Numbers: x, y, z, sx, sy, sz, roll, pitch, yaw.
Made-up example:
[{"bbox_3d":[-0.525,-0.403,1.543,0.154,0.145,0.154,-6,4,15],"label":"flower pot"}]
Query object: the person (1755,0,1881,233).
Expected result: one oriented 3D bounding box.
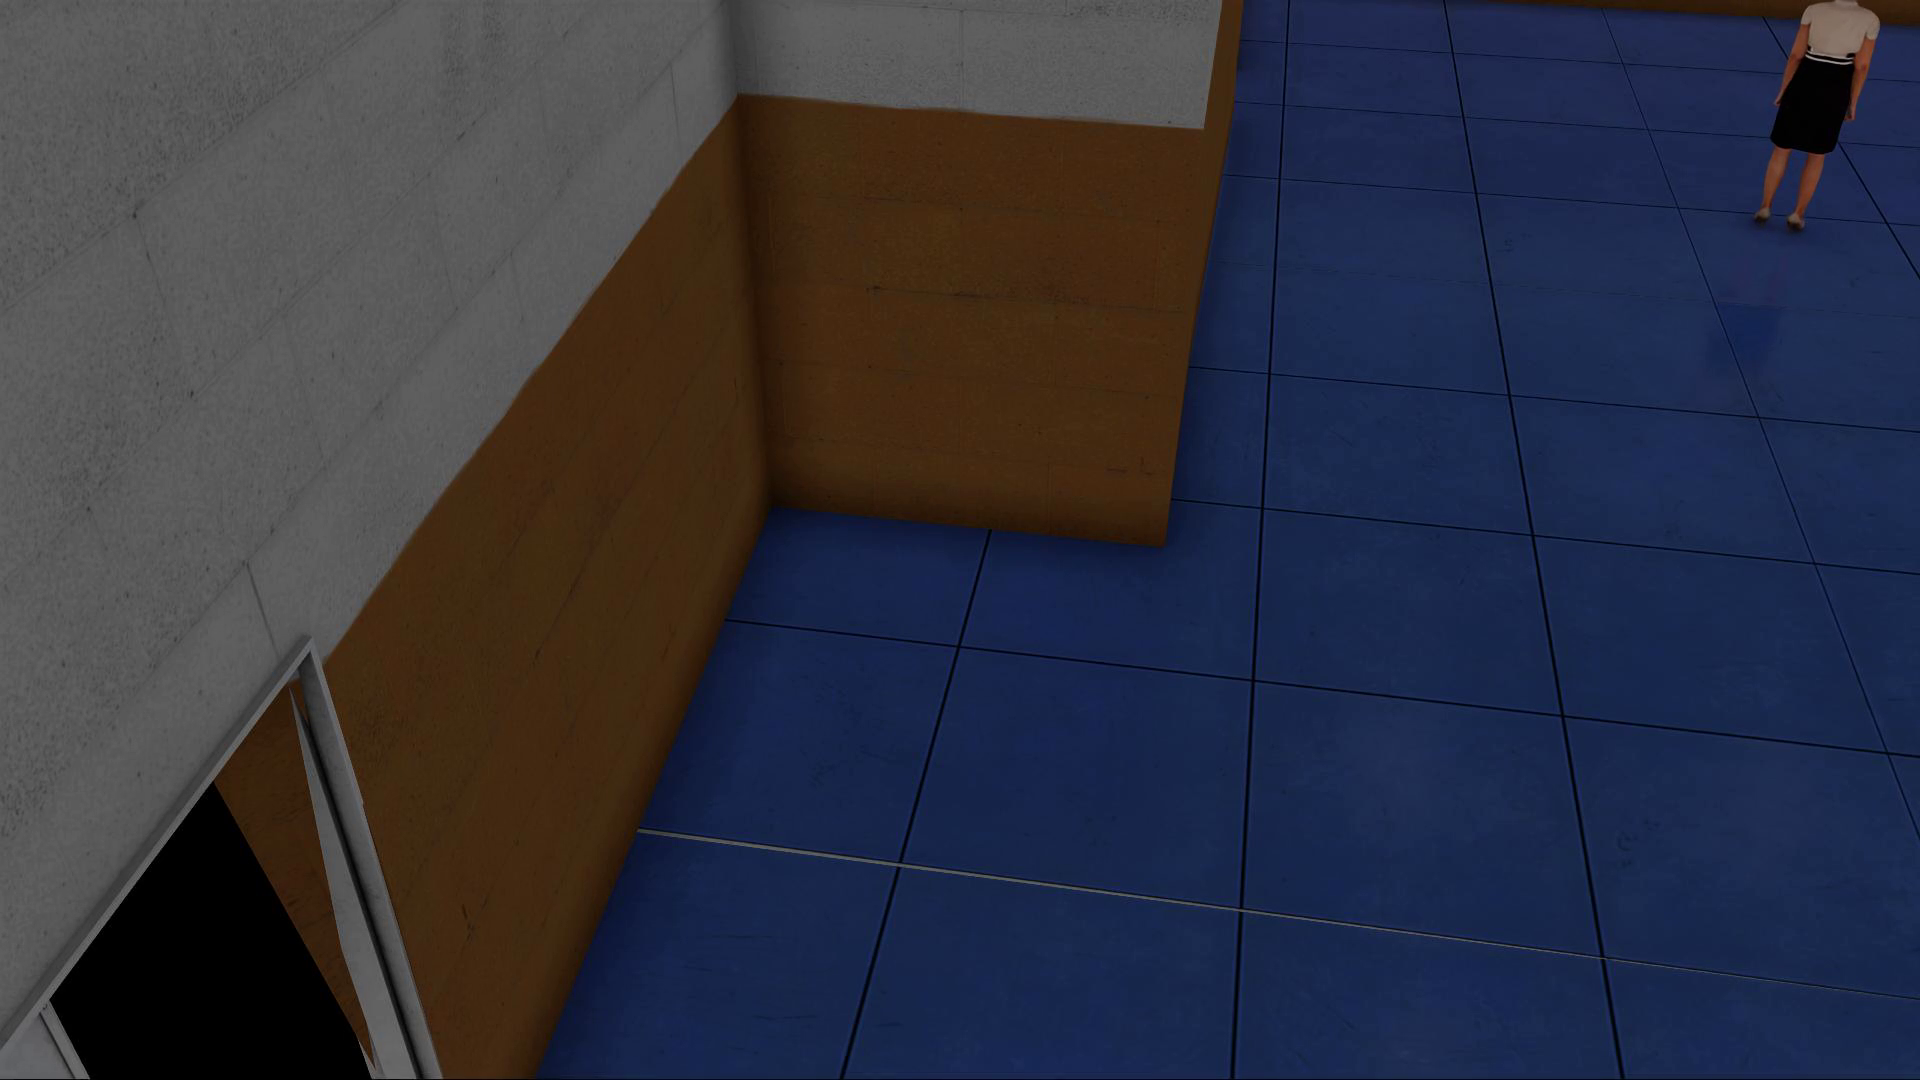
[{"bbox_3d":[5.408,-2.790,10.508,0.605,1.752,0.770,20,41,25],"label":"person"}]
